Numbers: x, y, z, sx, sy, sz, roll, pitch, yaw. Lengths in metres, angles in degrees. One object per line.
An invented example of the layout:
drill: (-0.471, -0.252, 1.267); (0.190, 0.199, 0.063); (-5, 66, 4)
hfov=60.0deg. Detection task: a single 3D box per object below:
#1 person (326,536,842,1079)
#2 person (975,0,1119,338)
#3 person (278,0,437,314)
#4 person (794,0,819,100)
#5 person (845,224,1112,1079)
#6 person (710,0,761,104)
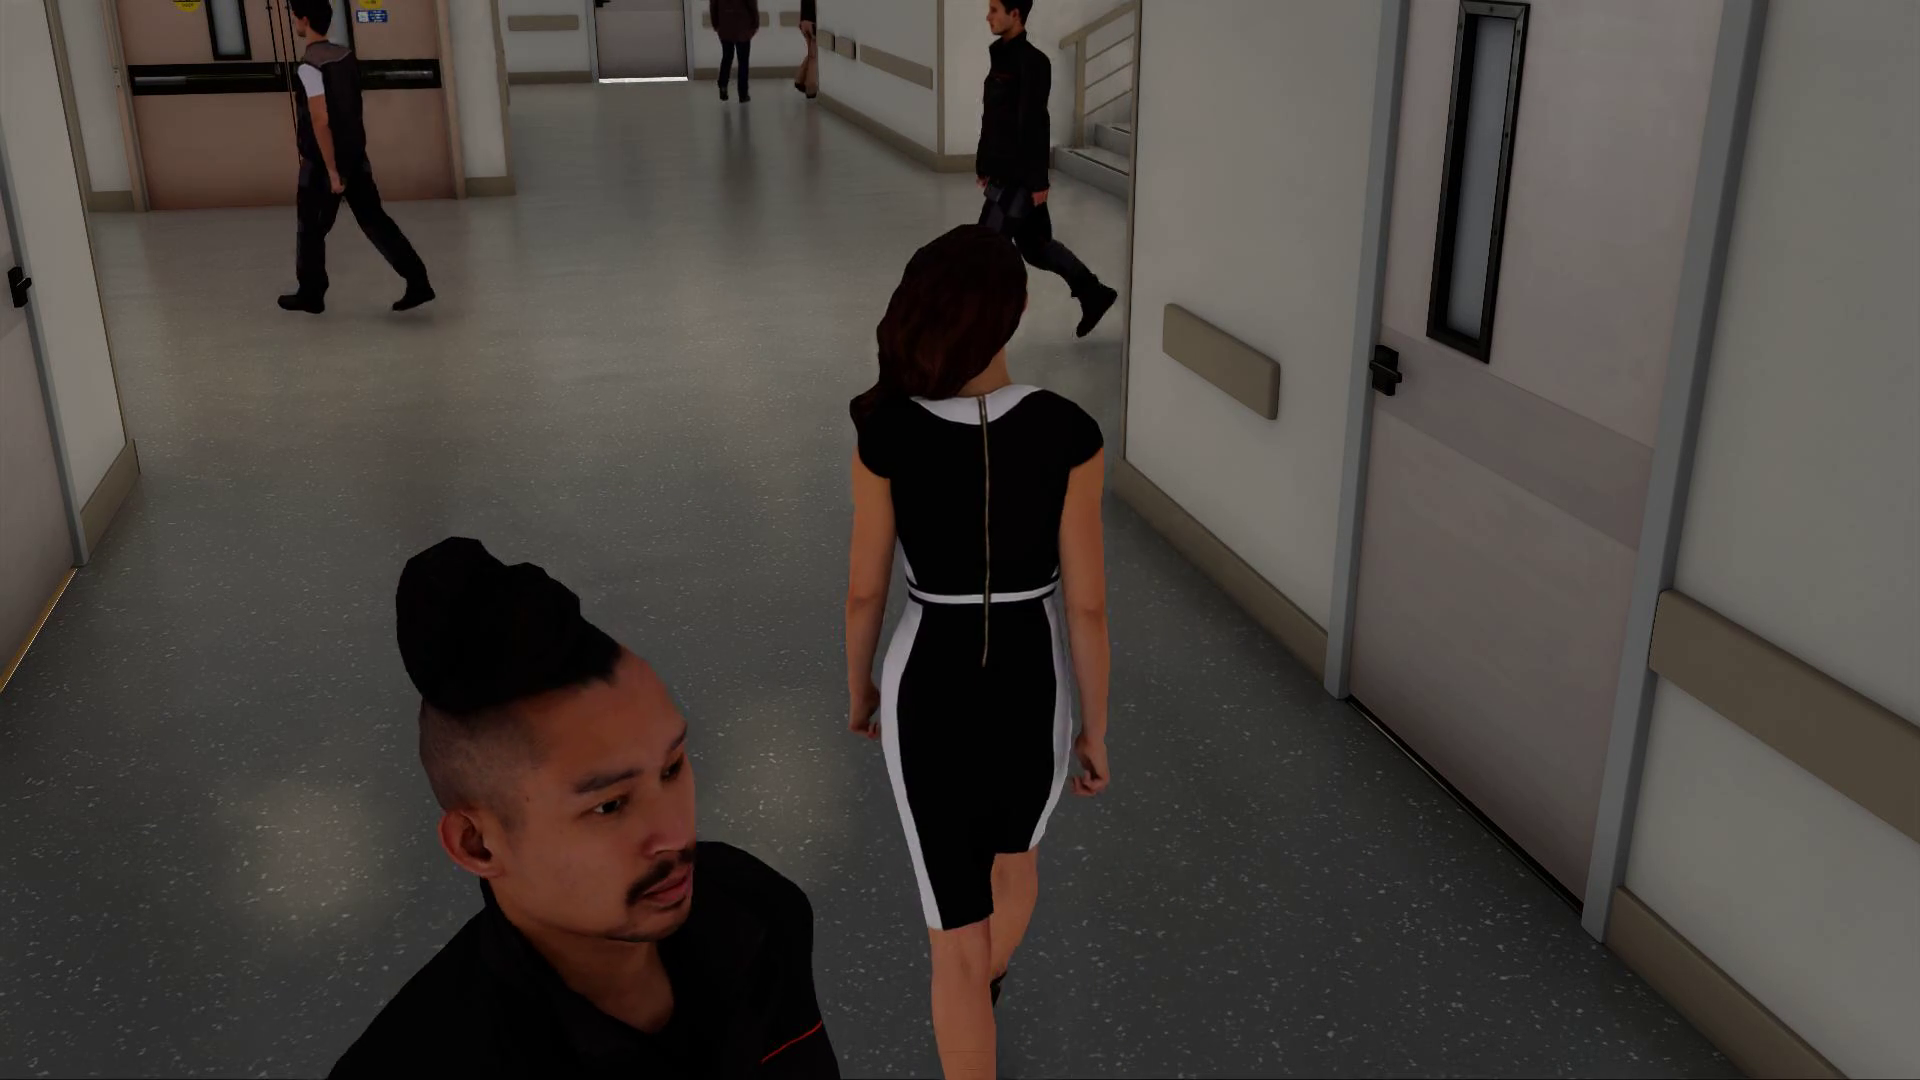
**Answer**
person: (-0.281, 0.863, 1.469); (0.891, 1.862, 0.853); (10, 23, 25)
person: (0.399, -1.922, 8.773); (1.255, 1.898, 0.750); (-4, 21, -10)
person: (-3.464, -2.157, 9.518); (1.267, 1.810, 1.044); (5, 21, 14)
person: (-1.883, -6.478, 20.916); (0.841, 1.817, 0.860); (17, 27, 38)
person: (0.041, 0.399, 2.838); (1.049, 1.761, 0.791); (-1, 21, -4)
person: (-2.762, -6.285, 20.382); (0.914, 1.833, 0.991); (4, 21, 10)
